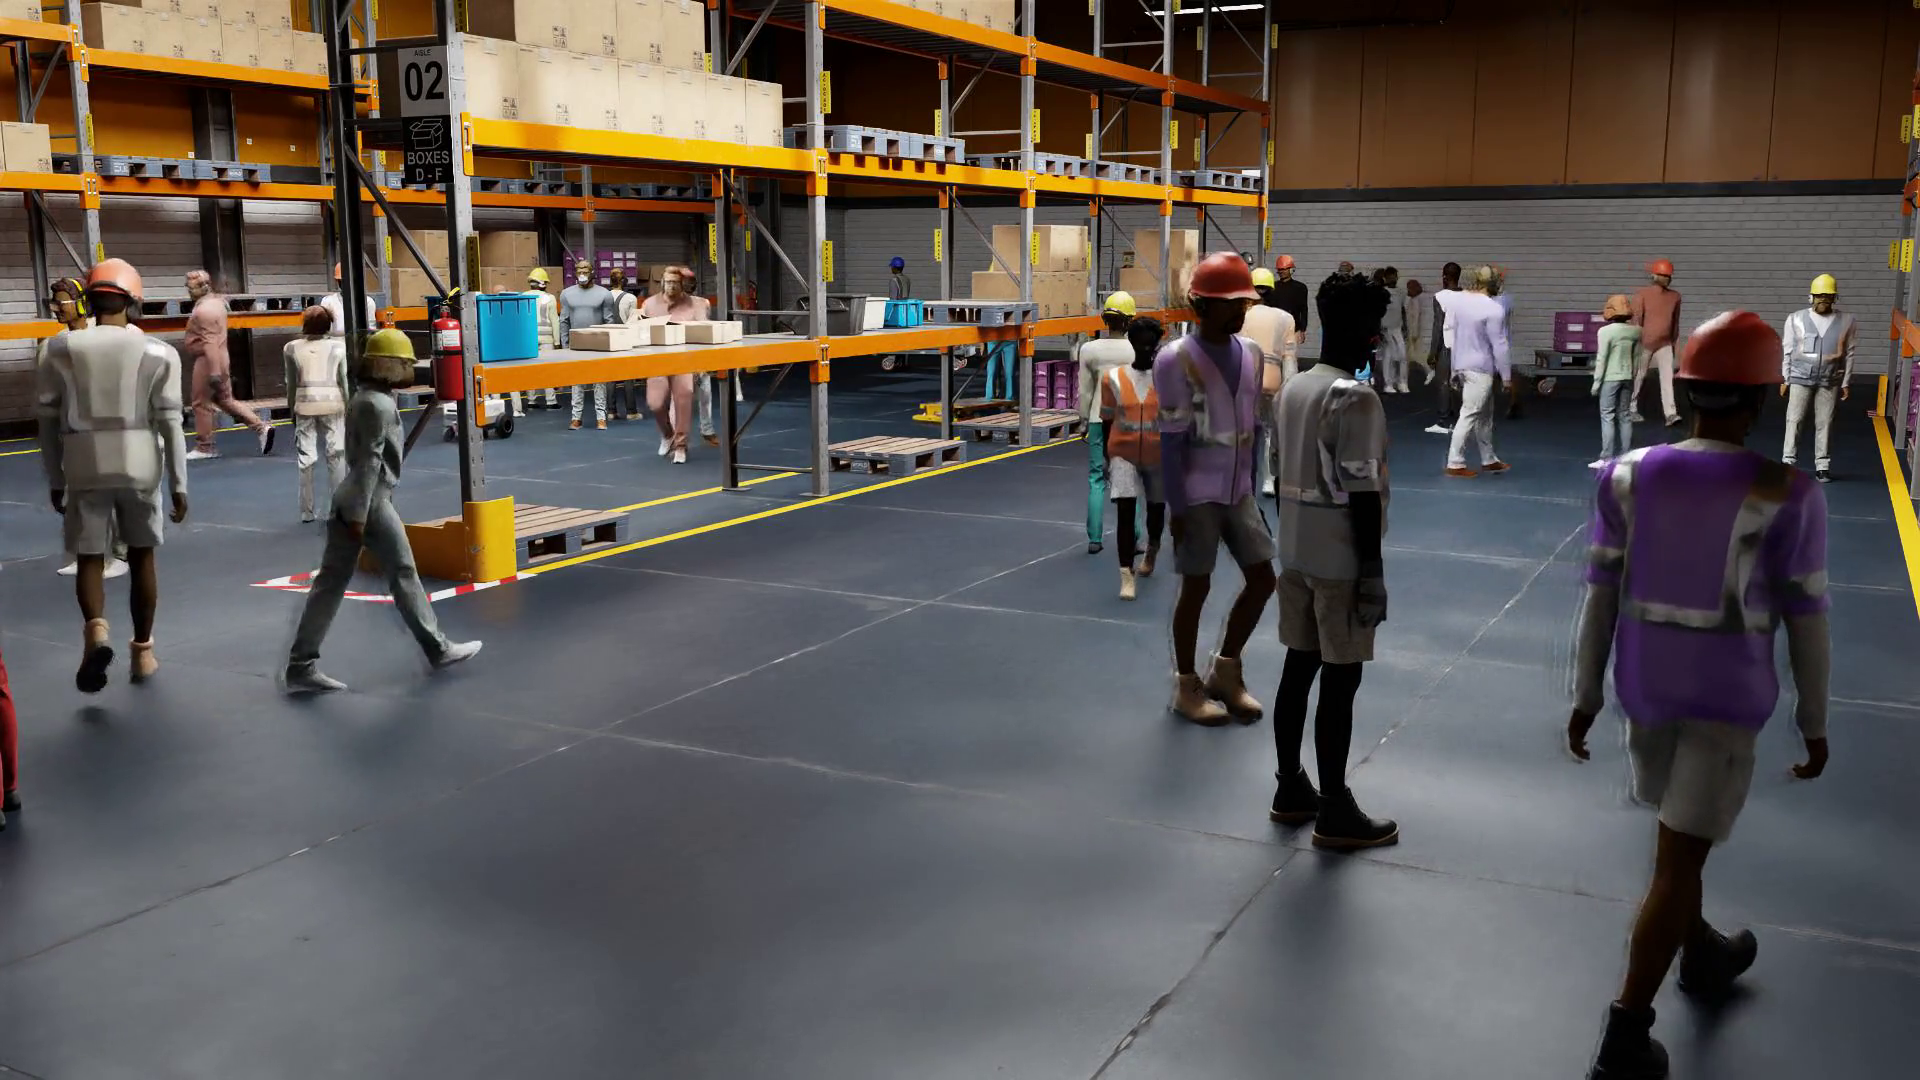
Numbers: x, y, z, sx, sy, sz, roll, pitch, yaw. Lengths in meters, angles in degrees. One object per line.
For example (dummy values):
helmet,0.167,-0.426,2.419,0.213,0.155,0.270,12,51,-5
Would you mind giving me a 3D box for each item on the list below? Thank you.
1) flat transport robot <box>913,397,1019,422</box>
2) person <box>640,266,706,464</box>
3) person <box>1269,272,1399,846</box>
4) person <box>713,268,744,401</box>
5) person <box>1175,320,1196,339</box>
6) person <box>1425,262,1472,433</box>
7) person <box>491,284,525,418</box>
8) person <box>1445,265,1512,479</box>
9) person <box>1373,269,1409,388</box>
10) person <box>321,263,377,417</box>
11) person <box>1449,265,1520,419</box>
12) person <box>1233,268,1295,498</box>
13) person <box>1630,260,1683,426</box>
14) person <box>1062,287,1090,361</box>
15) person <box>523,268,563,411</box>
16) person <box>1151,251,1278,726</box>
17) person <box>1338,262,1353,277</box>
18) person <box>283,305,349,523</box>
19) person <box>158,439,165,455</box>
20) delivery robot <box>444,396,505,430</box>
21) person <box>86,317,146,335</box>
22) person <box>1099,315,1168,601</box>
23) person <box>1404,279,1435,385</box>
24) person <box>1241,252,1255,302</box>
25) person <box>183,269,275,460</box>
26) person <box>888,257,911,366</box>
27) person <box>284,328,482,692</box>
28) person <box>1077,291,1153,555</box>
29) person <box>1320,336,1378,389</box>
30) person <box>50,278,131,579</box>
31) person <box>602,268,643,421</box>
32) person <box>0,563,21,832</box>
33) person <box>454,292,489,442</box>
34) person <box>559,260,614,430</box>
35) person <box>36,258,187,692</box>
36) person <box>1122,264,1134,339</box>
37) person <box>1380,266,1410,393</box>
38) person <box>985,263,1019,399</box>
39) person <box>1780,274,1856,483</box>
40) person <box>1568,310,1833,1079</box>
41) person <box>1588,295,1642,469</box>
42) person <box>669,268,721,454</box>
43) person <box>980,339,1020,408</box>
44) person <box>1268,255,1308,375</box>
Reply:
flat transport robot,0.116,-1.574,20.105,0.652,0.197,1.431,7,12,35
person,-2.763,-1.688,16.050,0.674,1.893,0.443,0,10,3
person,1.286,0.066,5.728,0.371,1.959,0.602,-3,10,-19
person,-3.199,-2.794,22.624,0.533,1.837,0.566,1,10,6
person,3.746,-3.587,27.098,0.574,1.884,0.360,-3,10,-18
person,5.525,-2.157,18.718,0.600,1.916,0.376,-6,11,-29
person,-5.595,-2.304,20.382,0.511,1.638,0.308,-1,10,-3
person,4.746,-1.491,14.875,0.857,1.905,0.662,-2,10,-11
person,6.235,-3.162,24.909,0.939,1.792,0.613,8,13,39
person,-6.367,-1.930,17.377,0.556,1.935,0.412,-3,10,-18
person,6.393,-2.379,20.148,1.008,1.874,0.556,-2,10,-9
person,2.420,-1.252,13.566,0.589,1.894,0.692,2,10,12
person,8.210,-2.323,19.616,0.642,1.939,1.052,-1,10,-7
person,1.929,-3.484,26.827,0.599,1.779,0.940,1,10,6
person,-5.381,-2.556,21.305,0.600,1.820,0.404,2,10,14
person,1.106,-0.194,7.040,0.625,2.026,0.508,-6,12,-33
person,5.455,-2.997,23.650,0.645,1.901,0.397,9,13,42
person,-4.791,-0.936,12.479,0.519,1.636,0.312,0,10,-2
person,-7.639,-1.400,15.187,0.610,1.617,0.509,-8,13,-40
delivery robot,-5.251,-1.397,17.991,0.477,0.478,0.707,4,10,21
person,-5.830,-0.854,11.460,0.676,1.820,0.496,4,11,23
person,1.094,-0.520,9.955,0.533,1.669,0.800,1,10,8
person,6.983,-3.186,25.542,0.539,1.627,0.514,1,10,5
person,4.613,-3.627,26.871,0.536,2.000,0.677,9,13,41
person,-7.245,-1.710,16.276,0.829,1.868,0.658,-2,10,-12
person,-1.098,-4.102,29.884,0.380,1.951,0.605,5,11,24
person,-2.752,-0.143,7.778,0.965,1.660,0.491,-8,13,-39
person,1.052,-0.774,11.149,0.533,1.768,0.310,4,11,22
person,3.685,-1.540,15.785,0.534,1.698,0.318,3,10,18
person,-5.434,-0.688,10.355,0.533,1.868,0.310,4,11,23
person,-4.104,-2.358,20.089,0.521,1.844,0.331,2,10,12
person,-3.520,0.160,5.771,0.323,1.761,0.523,-3,10,-14
person,-5.282,-2.022,17.895,0.371,1.935,0.627,0,10,-1
person,-4.270,-2.225,19.055,0.632,1.940,0.372,-1,10,-4
person,-3.889,-0.288,7.665,0.620,2.004,0.809,-4,11,-23
person,2.640,-3.387,26.059,0.429,1.842,0.637,-1,10,-4
person,6.242,-3.019,23.965,0.549,1.830,0.571,-2,10,-12
person,0.516,-2.575,21.109,0.589,1.927,0.388,8,13,40
person,7.567,-1.422,14.709,0.590,1.833,0.404,3,10,19
person,1.861,0.374,4.175,1.014,1.882,0.567,-8,13,-40
person,6.150,-1.477,15.604,0.506,1.631,0.264,-4,11,-23
person,-2.760,-1.826,16.986,0.807,1.862,0.543,-7,12,-37
person,0.523,-2.425,20.475,0.565,1.846,0.390,0,10,-2
person,4.373,-2.843,22.464,0.625,1.992,0.386,5,11,28
